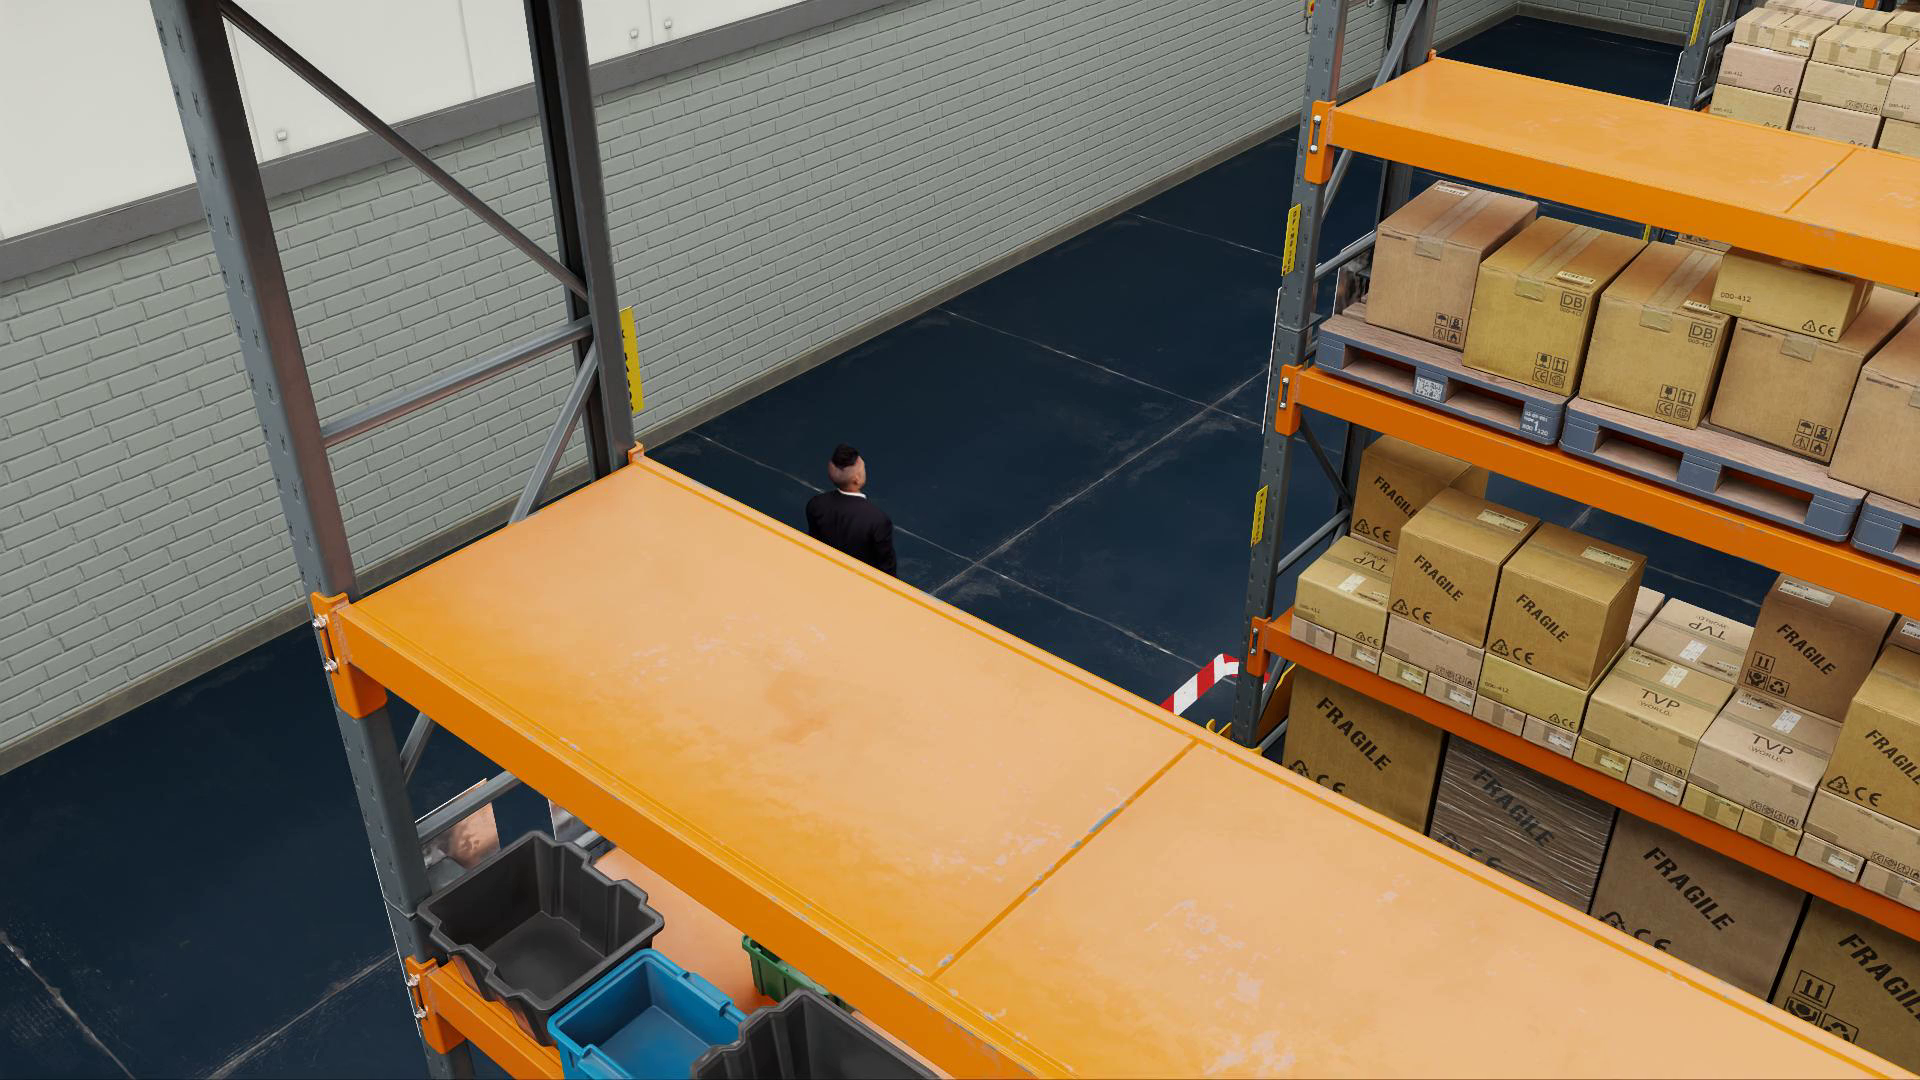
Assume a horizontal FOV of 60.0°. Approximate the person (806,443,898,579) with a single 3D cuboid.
[{"bbox_3d":[-0.626,0.291,9.663,0.654,1.956,0.828,13,35,19],"label":"person"}]
